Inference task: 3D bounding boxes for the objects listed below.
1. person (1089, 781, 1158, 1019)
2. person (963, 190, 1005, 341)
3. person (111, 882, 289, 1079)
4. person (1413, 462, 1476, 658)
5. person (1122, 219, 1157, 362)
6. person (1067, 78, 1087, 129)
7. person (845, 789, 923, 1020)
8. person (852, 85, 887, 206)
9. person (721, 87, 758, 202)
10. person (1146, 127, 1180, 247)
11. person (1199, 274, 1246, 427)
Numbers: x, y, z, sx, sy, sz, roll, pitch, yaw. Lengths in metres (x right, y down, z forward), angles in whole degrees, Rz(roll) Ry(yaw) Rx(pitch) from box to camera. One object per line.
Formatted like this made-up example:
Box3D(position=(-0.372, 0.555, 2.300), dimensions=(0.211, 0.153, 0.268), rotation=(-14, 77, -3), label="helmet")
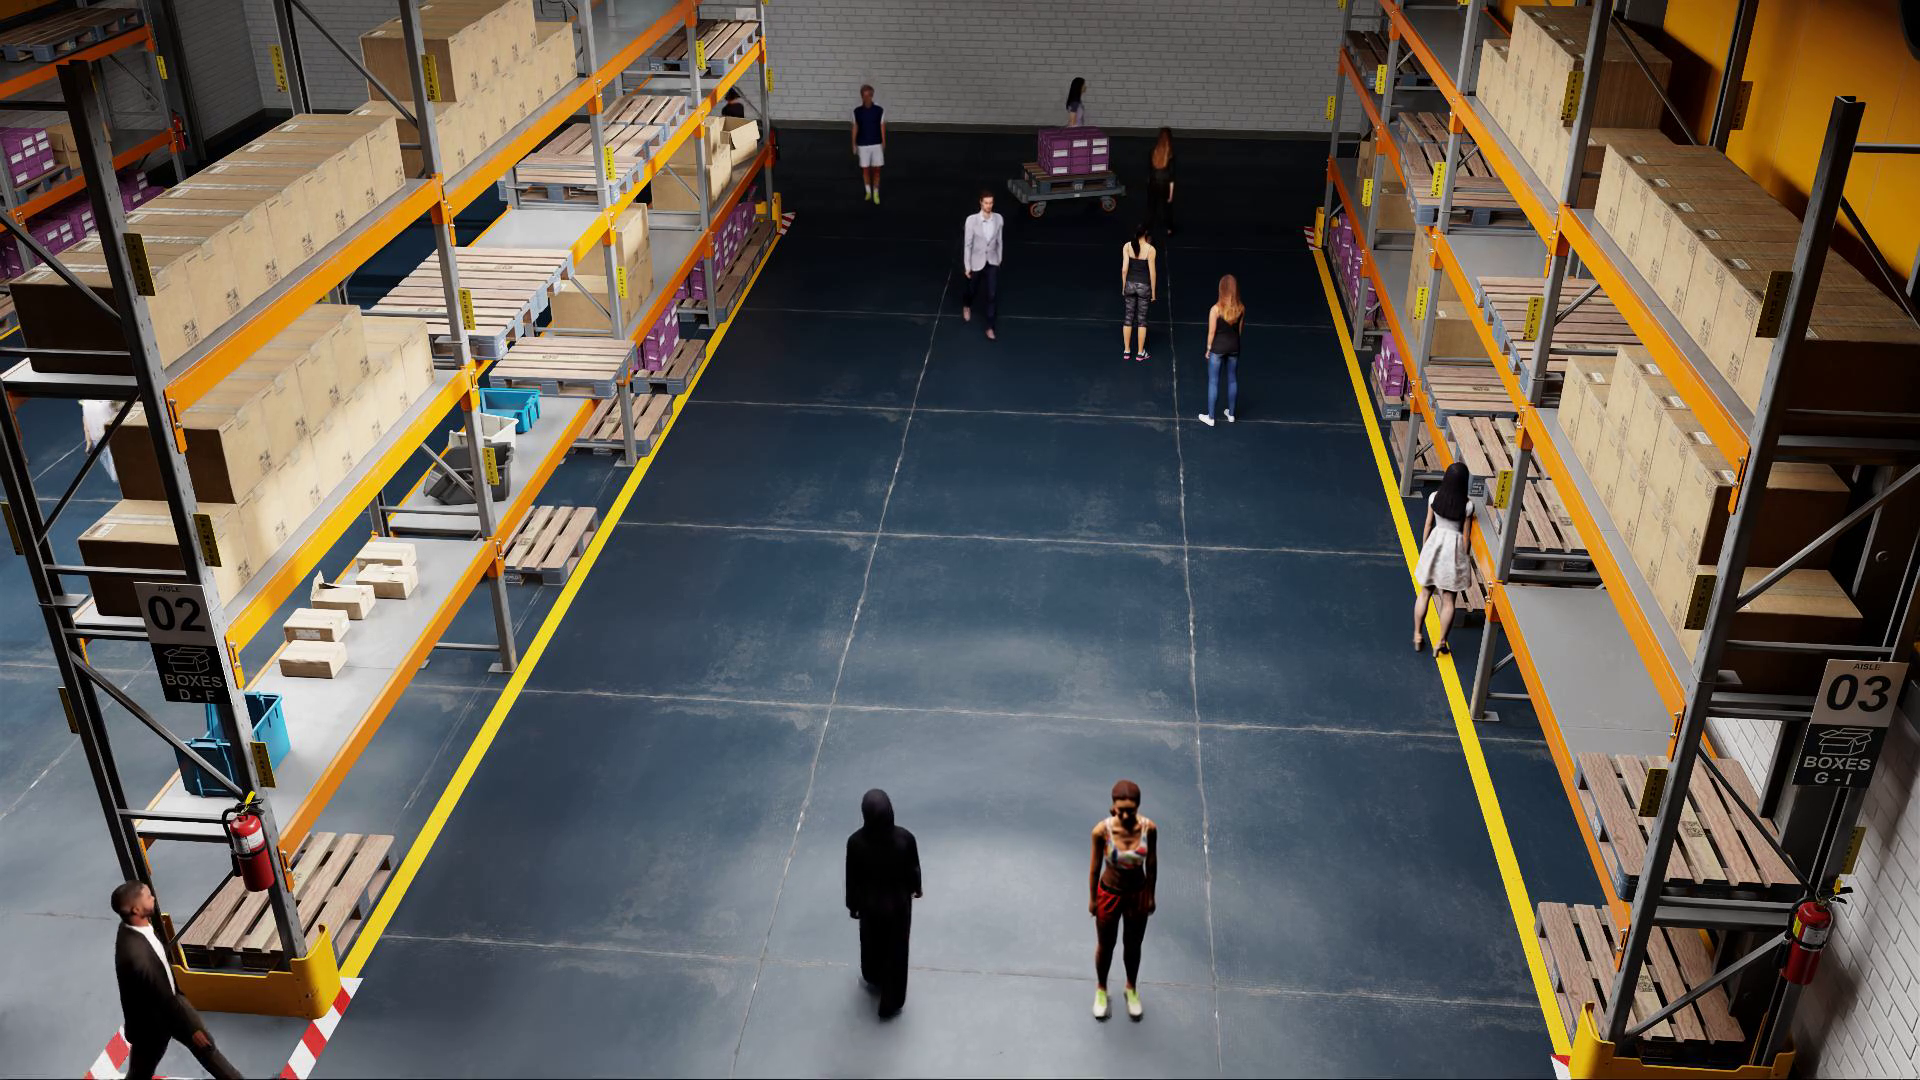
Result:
Box3D(position=(1.004, 2.206, 10.319), dimensions=(0.605, 1.786, 0.568), rotation=(-2, 29, -4), label="person")
Box3D(position=(0.256, -3.458, 20.659), dimensions=(0.939, 1.827, 1.220), rotation=(-7, 29, -13), label="person")
Box3D(position=(-4.632, 2.744, 9.386), dimensions=(1.070, 1.736, 1.259), rotation=(-8, 30, -14), label="person")
Box3D(position=(4.106, 0.161, 14.086), dimensions=(0.777, 1.769, 0.803), rotation=(19, 34, 31), label="person")
Box3D(position=(2.127, -3.002, 19.928), dimensions=(0.643, 1.729, 0.639), rotation=(12, 31, 22), label="person")
Box3D(position=(1.729, -6.443, 26.290), dimensions=(0.665, 1.676, 1.001), rotation=(1, 29, 2), label="person")
Box3D(position=(-0.490, 2.284, 10.361), dimensions=(0.603, 1.610, 0.797), rotation=(3, 29, 6), label="person")
Box3D(position=(-1.383, -6.087, 25.493), dimensions=(0.709, 1.816, 0.851), rotation=(0, 29, 0), label="person")
Box3D(position=(-3.442, -6.074, 25.544), dimensions=(0.918, 1.742, 1.048), rotation=(13, 31, 23), label="person")
Box3D(position=(2.783, -4.941, 23.541), dimensions=(0.931, 1.673, 1.184), rotation=(15, 32, 25), label="person")
Box3D(position=(2.906, -2.089, 18.259), dimensions=(0.668, 1.723, 0.666), rotation=(-10, 30, -18), label="person")
